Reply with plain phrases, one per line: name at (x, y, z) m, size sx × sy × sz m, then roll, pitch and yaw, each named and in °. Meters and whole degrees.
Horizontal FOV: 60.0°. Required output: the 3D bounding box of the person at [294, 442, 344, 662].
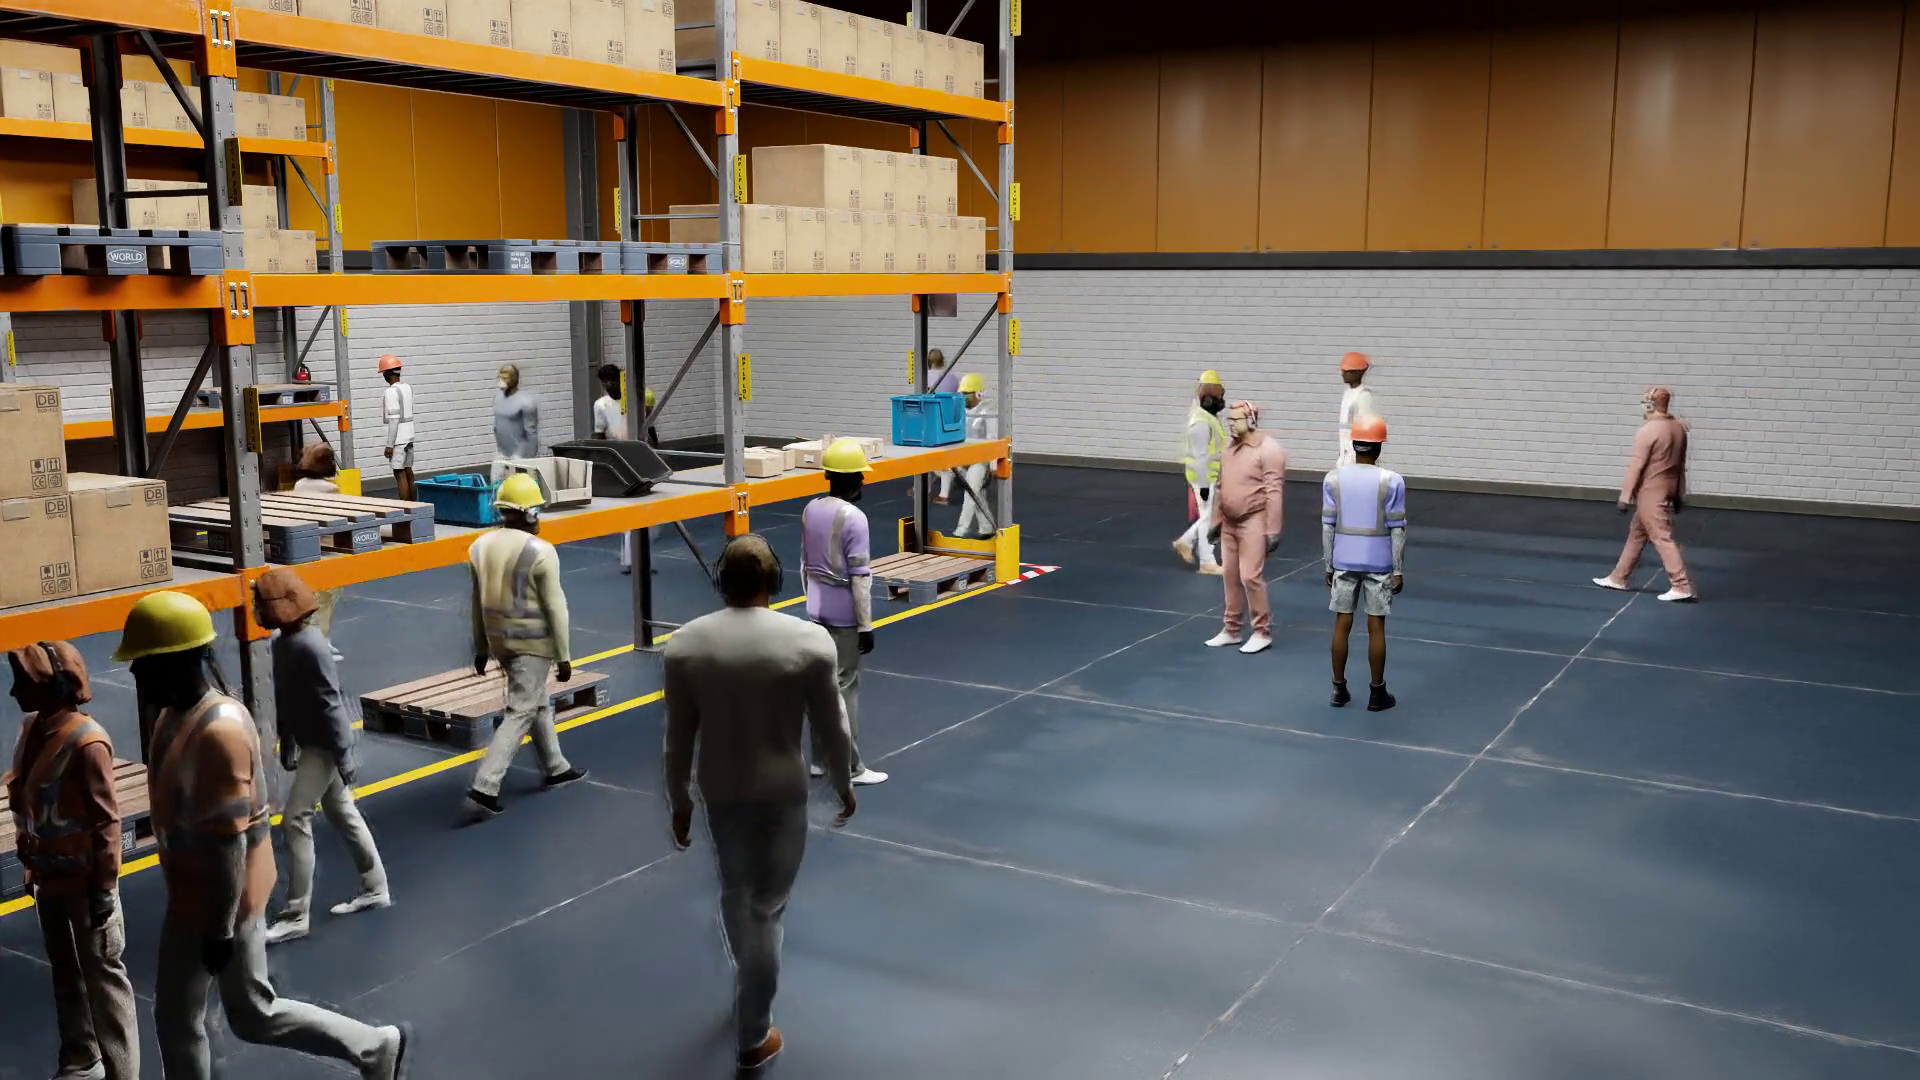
person at (-4.637, 0.097, 12.150) m, size 0.510 × 1.620 × 0.449 m, roll 8°, pitch 12°, yaw 42°

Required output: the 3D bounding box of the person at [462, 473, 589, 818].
person at (-2.339, 0.539, 8.819) m, size 0.599 × 1.794 × 0.919 m, roll 6°, pitch 11°, yaw 33°

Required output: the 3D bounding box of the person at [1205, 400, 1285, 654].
person at (2.145, -0.108, 12.543) m, size 0.421 × 1.900 × 0.704 m, roll -5°, pitch 10°, yaw -29°

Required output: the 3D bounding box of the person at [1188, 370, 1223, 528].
person at (2.763, -1.018, 18.643) m, size 0.320 × 1.764 × 0.533 m, roll -3°, pitch 10°, yaw -20°

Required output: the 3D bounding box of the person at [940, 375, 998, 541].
person at (0.056, -0.813, 17.289) m, size 0.896 × 1.790 × 0.615 m, roll -7°, pitch 12°, yaw -38°

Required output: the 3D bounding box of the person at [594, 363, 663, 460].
person at (-3.492, -0.899, 17.451) m, size 0.643 × 1.905 × 0.693 m, roll 2°, pitch 9°, yaw 14°

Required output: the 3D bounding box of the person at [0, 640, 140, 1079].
person at (-2.982, 1.136, 5.577) m, size 0.523 × 1.639 × 0.308 m, roll 7°, pitch 11°, yaw 36°

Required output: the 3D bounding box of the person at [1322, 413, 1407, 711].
person at (2.626, 0.147, 10.823) m, size 0.544 × 1.939 × 0.354 m, roll 5°, pitch 10°, yaw 28°

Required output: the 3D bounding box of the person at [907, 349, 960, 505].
person at (-0.351, -1.407, 20.613) m, size 0.661 × 1.903 × 0.899 m, roll -5°, pitch 10°, yaw -28°

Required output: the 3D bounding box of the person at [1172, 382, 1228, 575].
person at (2.314, -0.581, 15.712) m, size 0.491 × 1.823 × 0.643 m, roll 3°, pitch 10°, yaw 18°

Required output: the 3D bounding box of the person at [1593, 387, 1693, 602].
person at (6.050, -0.408, 14.551) m, size 0.663 × 1.857 × 0.989 m, roll -7°, pitch 12°, yaw -39°

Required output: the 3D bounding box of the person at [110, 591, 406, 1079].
person at (-2.251, 1.068, 5.241) m, size 0.819 × 1.900 × 0.584 m, roll -8°, pitch 12°, yaw -42°

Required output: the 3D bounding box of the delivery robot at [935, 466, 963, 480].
delivery robot at (0.000, -1.000, 21.996) m, size 0.477 × 0.478 × 0.707 m, roll 9°, pitch 13°, yaw 44°

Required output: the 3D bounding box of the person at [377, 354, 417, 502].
person at (-6.388, -1.135, 18.859) m, size 0.374 × 1.928 × 0.542 m, roll 1°, pitch 9°, yaw 4°

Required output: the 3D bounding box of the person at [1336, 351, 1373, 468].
person at (4.210, -0.981, 17.589) m, size 0.619 × 2.028 × 0.633 m, roll -1°, pitch 9°, yaw -3°

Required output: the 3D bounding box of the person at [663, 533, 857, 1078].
person at (-0.715, 0.916, 6.160) m, size 0.655 × 1.898 × 0.958 m, roll 2°, pitch 9°, yaw 13°

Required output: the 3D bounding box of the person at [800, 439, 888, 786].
person at (-0.661, 0.402, 9.261) m, size 0.384 × 1.928 × 0.589 m, roll -6°, pitch 11°, yaw -35°

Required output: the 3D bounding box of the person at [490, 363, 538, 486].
person at (-4.574, -0.853, 17.098) m, size 0.647 × 1.923 × 0.449 m, roll 7°, pitch 11°, yaw 36°

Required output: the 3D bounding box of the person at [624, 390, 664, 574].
person at (-2.988, -0.537, 15.658) m, size 0.462 × 1.748 × 0.544 m, roll -3°, pitch 10°, yaw -21°

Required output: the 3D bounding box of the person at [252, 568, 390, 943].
person at (-2.819, 0.909, 7.150) m, size 0.720 × 1.589 × 0.514 m, roll -7°, pitch 11°, yaw -37°
